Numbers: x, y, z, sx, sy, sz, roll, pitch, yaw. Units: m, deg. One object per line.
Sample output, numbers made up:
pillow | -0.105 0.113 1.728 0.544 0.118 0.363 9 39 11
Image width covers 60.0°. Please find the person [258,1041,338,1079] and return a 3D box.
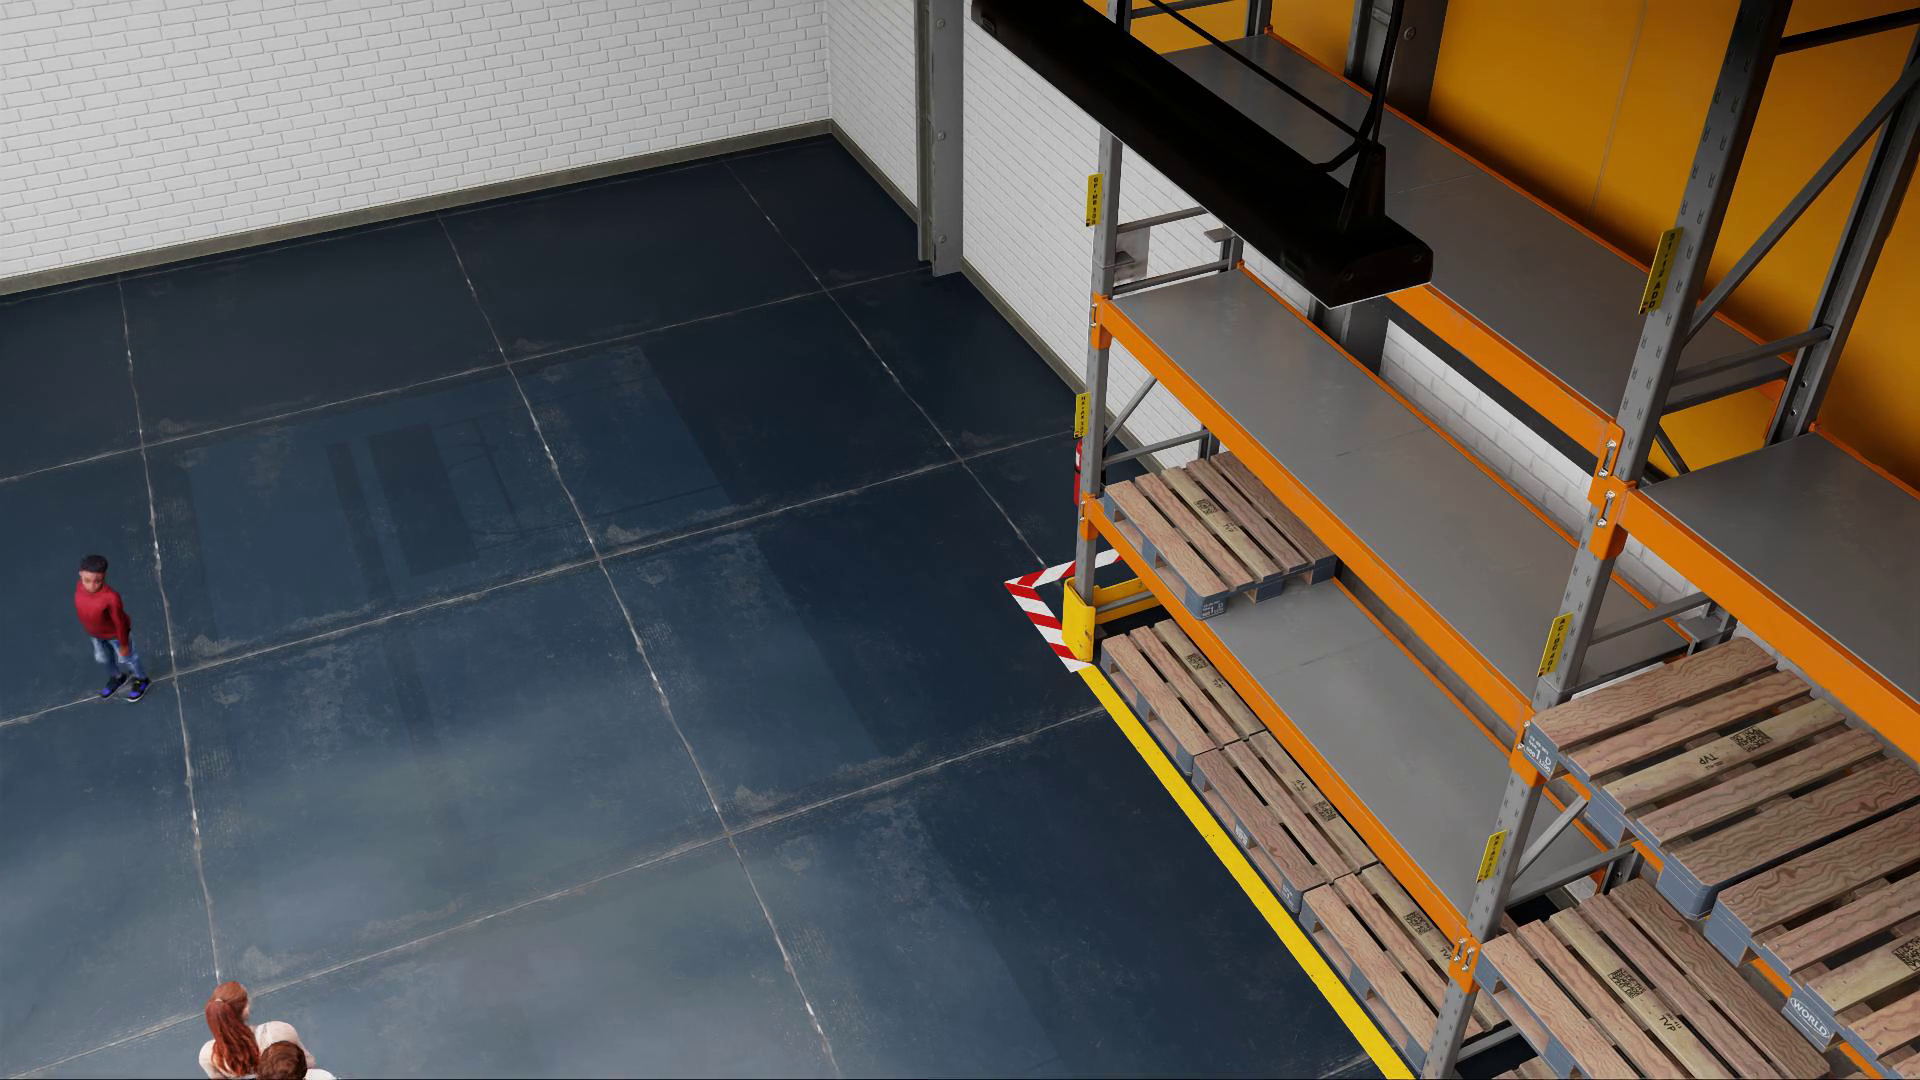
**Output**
person | -3.005 2.805 7.851 0.684 1.625 1.116 -11 40 -13

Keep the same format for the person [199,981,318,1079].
person | -3.245 2.696 7.893 0.604 1.743 0.527 -12 40 -15

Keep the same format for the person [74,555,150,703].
person | -5.606 0.564 10.973 0.641 1.230 0.701 23 44 26
